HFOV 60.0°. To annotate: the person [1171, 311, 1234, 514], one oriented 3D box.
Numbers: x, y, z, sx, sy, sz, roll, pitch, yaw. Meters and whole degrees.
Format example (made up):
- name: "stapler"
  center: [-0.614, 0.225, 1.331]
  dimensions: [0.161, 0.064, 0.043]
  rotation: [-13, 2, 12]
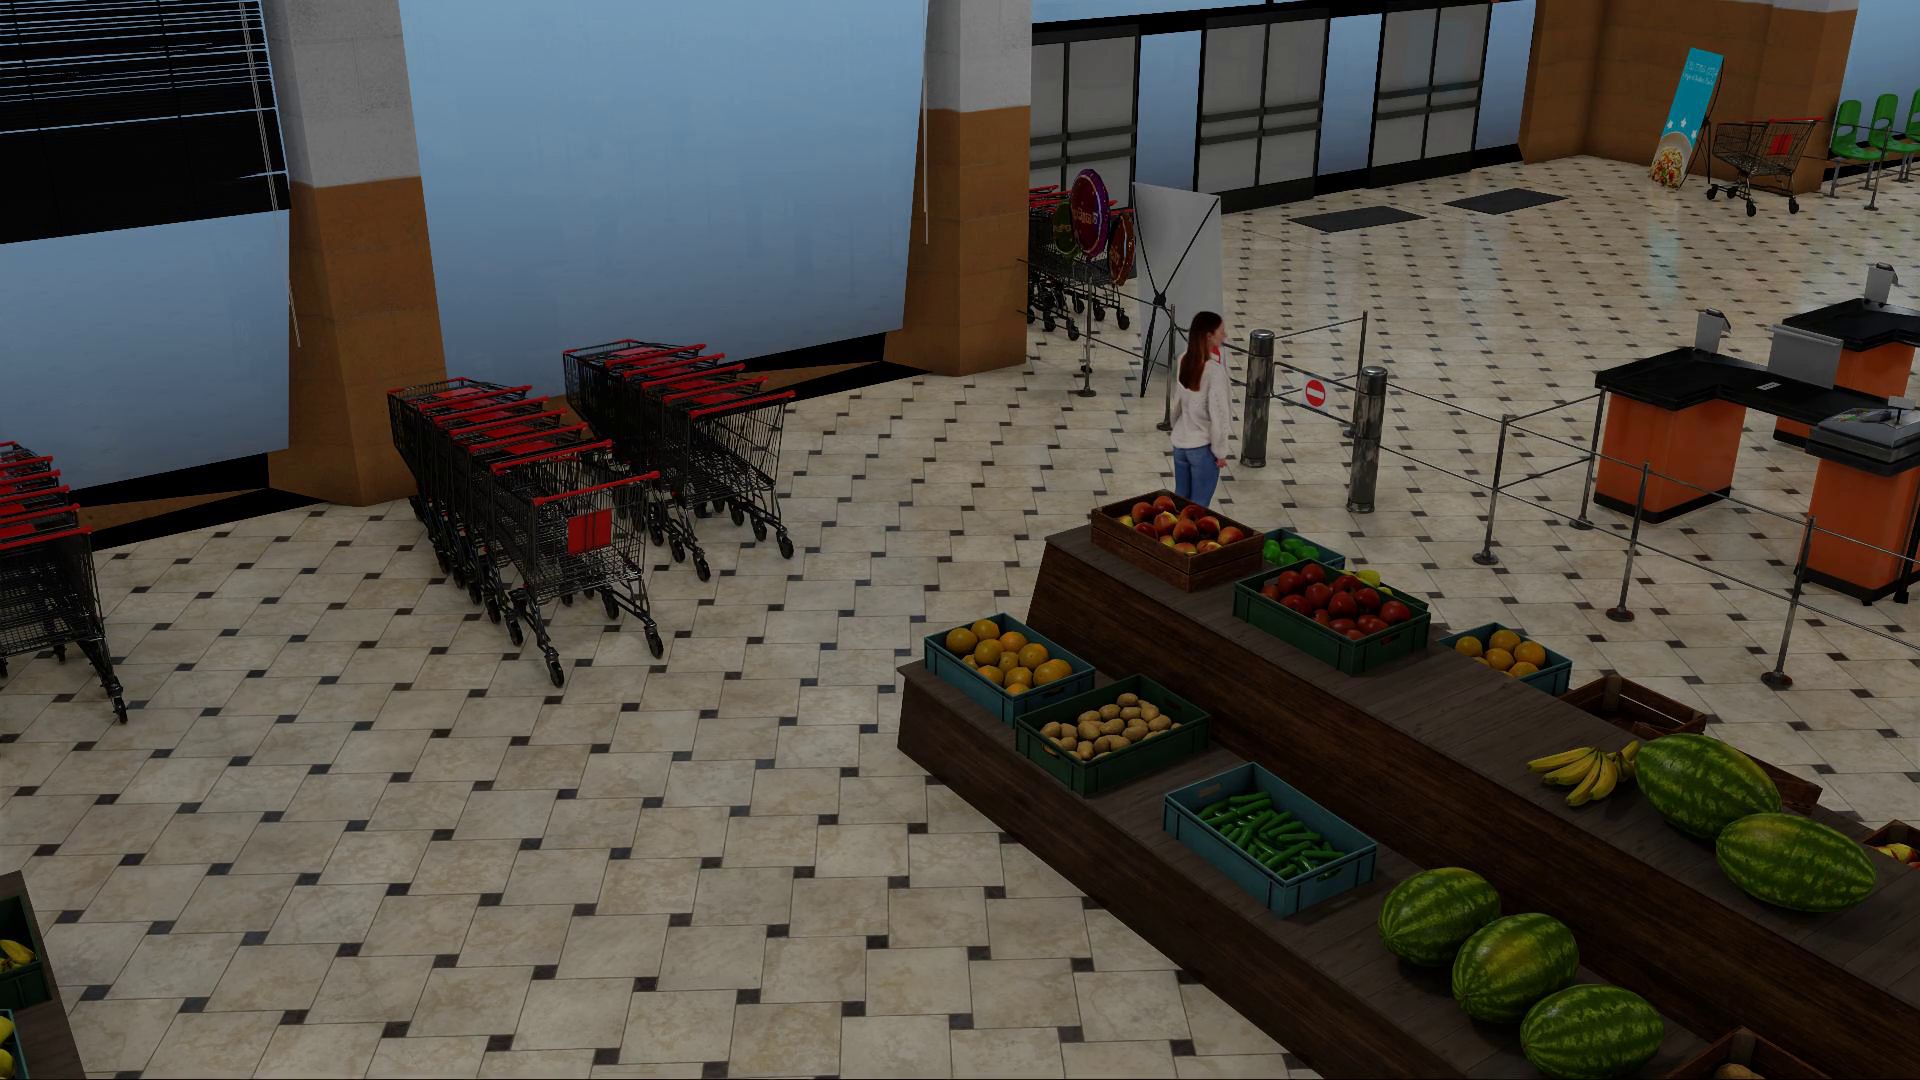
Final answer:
- name: "person"
  center: [1.481, -0.591, 10.333]
  dimensions: [0.706, 1.692, 0.526]
  rotation: [-12, 26, -25]
